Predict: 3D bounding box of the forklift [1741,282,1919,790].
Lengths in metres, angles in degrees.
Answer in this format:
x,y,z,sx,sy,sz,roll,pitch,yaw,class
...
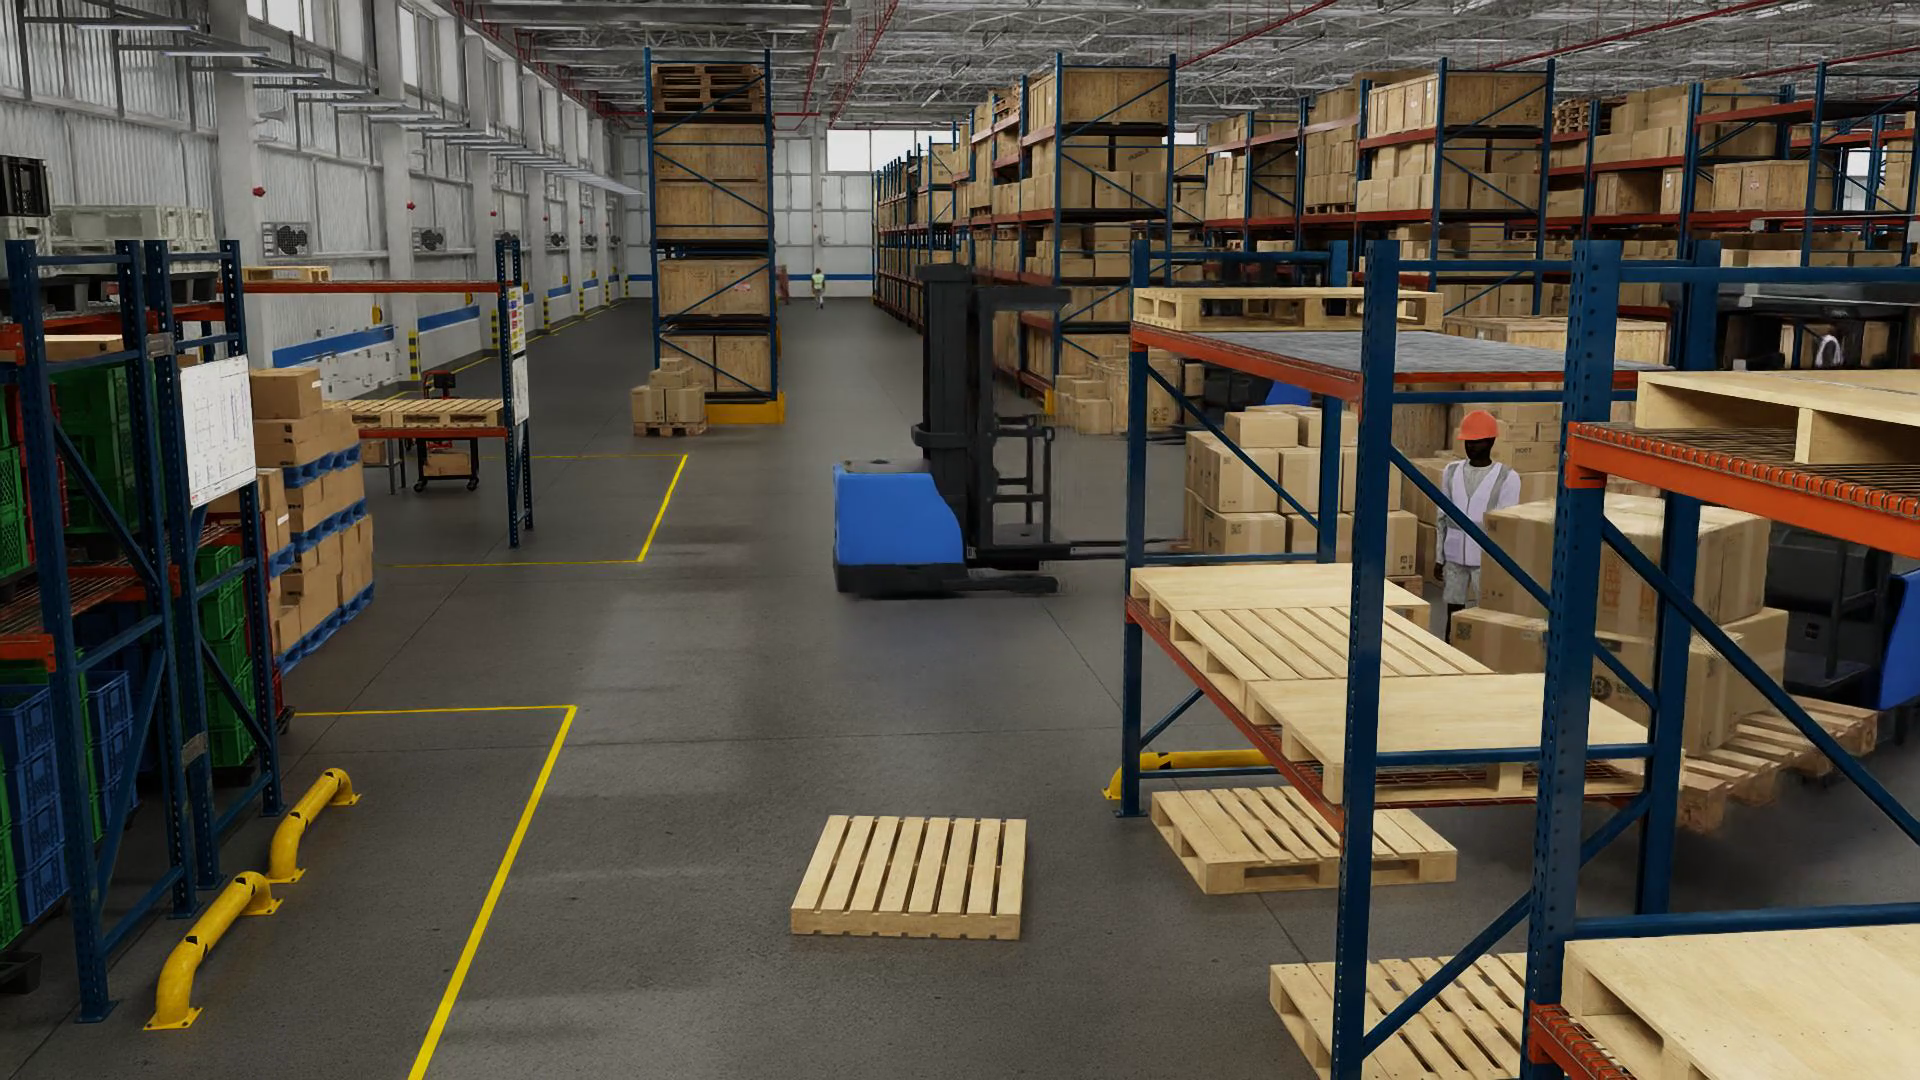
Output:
x,y,z,sx,sy,sz,roll,pitch,yaw,class
5.068,-0.168,9.866,1.873,2.768,1.129,-9,13,-40,forklift

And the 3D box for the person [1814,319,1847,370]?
x,y,z,sx,sy,sz,roll,pitch,yaw,class
12.493,-2.231,24.012,0.409,1.910,0.713,6,12,29,person

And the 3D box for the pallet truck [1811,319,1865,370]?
x,y,z,sx,sy,sz,roll,pitch,yaw,class
15.846,-3.142,28.793,1.885,1.965,0.823,2,10,12,pallet truck

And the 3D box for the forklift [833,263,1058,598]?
x,y,z,sx,sy,sz,roll,pitch,yaw,class
-0.158,-0.981,14.371,1.873,2.768,1.129,-1,10,-6,forklift

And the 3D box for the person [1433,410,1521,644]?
x,y,z,sx,sy,sz,roll,pitch,yaw,class
3.364,0.114,10.913,0.543,1.939,0.356,9,13,40,person

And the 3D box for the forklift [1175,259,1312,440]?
x,y,z,sx,sy,sz,roll,pitch,yaw,class
4.323,-2.892,24.957,1.873,2.768,1.129,-7,12,-34,forklift

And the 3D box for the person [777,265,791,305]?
x,y,z,sx,sy,sz,roll,pitch,yaw,class
-8.293,-11.964,77.987,0.615,1.882,0.692,4,11,22,person

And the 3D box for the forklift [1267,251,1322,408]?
x,y,z,sx,sy,sz,roll,pitch,yaw,class
5.918,-3.808,30.031,1.129,2.768,1.873,-1,10,-6,forklift

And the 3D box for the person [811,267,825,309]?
x,y,z,sx,sy,sz,roll,pitch,yaw,class
-6.242,-11.030,72.959,0.578,1.829,0.453,-3,11,-15,person
